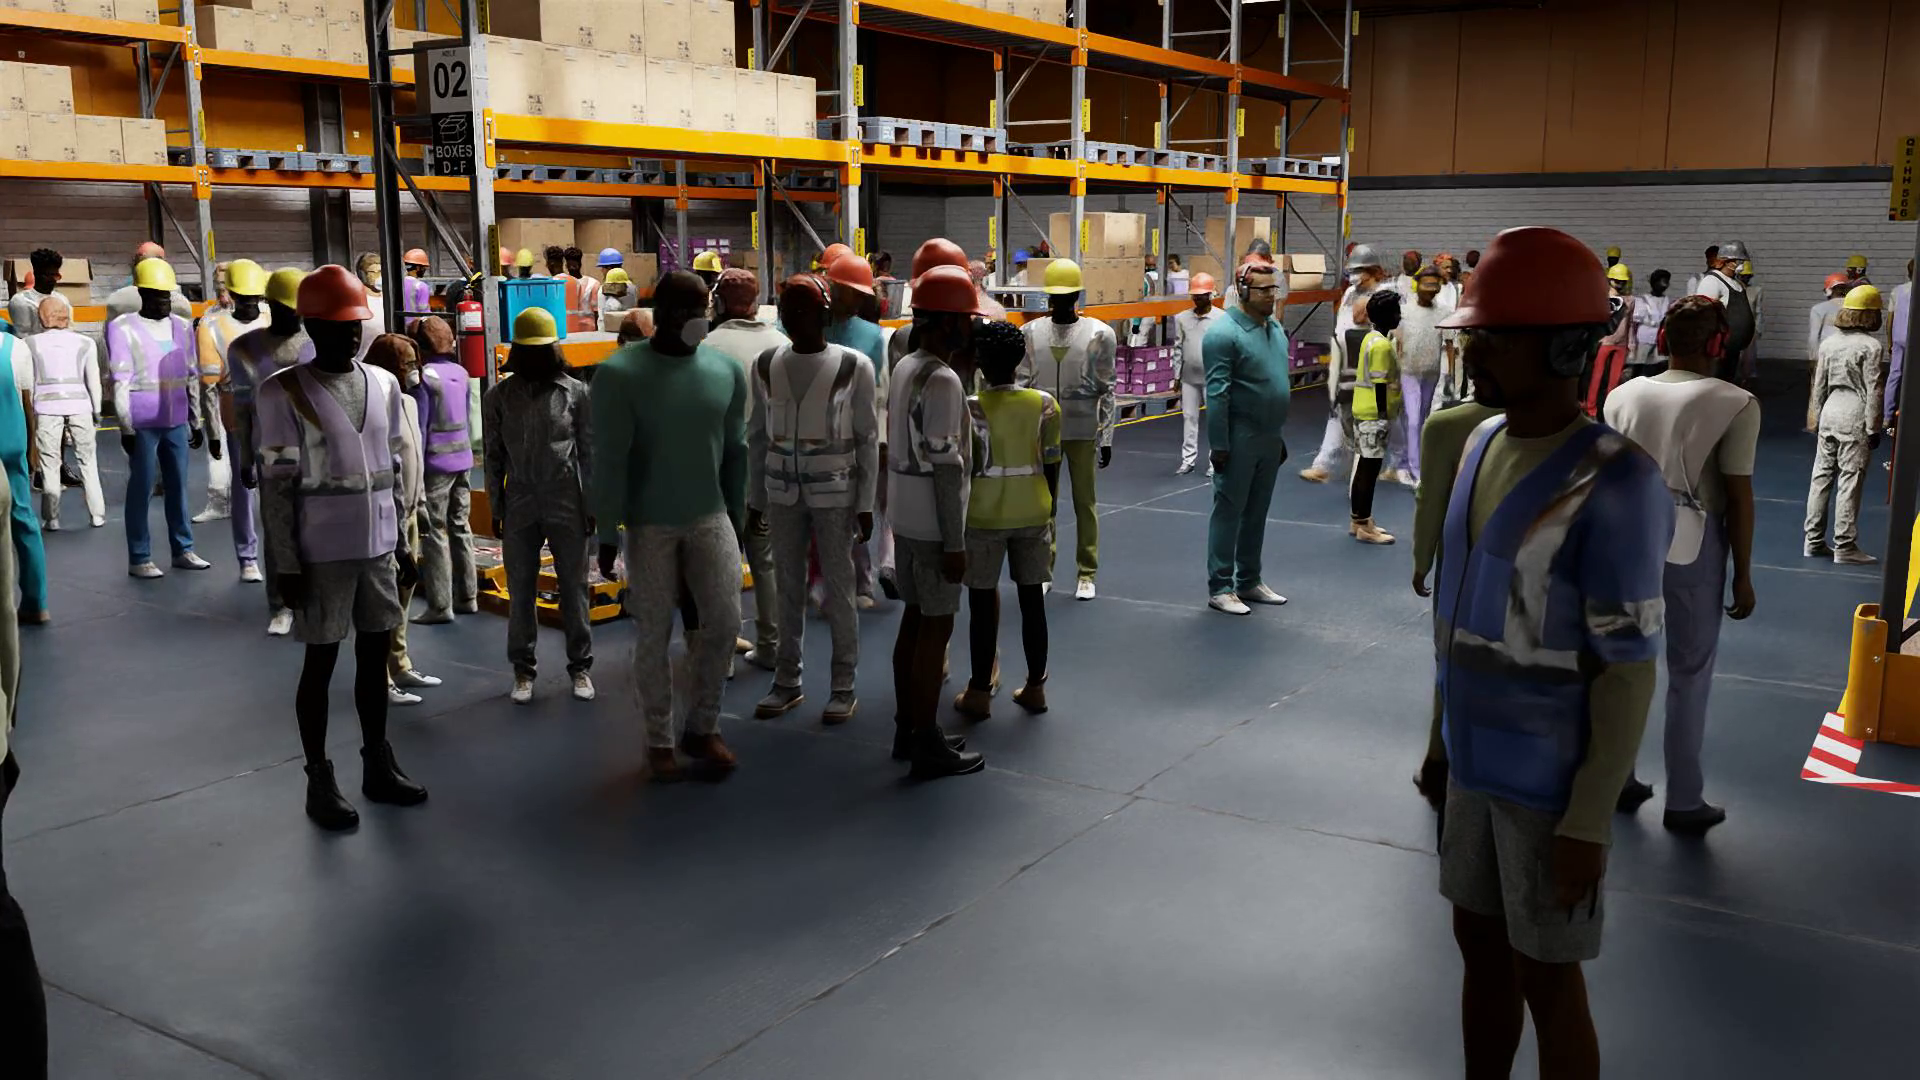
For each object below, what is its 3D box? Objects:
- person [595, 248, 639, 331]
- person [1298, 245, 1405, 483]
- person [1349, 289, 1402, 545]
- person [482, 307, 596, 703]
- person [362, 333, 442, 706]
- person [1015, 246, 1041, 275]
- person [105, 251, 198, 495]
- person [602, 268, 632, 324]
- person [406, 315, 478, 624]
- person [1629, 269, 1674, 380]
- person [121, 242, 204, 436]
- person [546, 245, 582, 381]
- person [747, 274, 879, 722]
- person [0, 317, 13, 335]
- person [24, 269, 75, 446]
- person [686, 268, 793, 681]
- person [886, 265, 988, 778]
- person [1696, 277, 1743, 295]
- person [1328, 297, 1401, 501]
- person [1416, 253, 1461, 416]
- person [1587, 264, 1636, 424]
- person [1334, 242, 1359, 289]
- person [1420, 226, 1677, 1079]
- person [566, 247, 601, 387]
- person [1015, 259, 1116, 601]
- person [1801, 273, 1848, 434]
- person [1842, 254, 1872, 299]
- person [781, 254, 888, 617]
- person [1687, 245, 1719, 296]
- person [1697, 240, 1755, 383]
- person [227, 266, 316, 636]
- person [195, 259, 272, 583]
[{"bbox_3d":[-3.524,-2.012,17.072,0.413,1.939,0.604,4,11,22],"label":"person"},{"bbox_3d":[3.357,-1.476,13.810,1.013,2.000,0.689,-6,12,-28],"label":"person"},{"bbox_3d":[2.795,-0.826,11.159,0.317,1.695,0.540,1,10,6],"label":"person"},{"bbox_3d":[-1.822,-0.144,7.273,0.484,1.737,0.321,-2,10,-9],"label":"person"},{"bbox_3d":[-2.476,-0.090,7.299,0.288,1.625,0.493,0,10,1],"label":"person"},{"bbox_3d":[1.011,-3.235,23.840,0.377,1.940,0.628,-6,12,-28],"label":"person"},{"bbox_3d":[-6.447,-1.331,13.315,0.679,1.926,0.578,-2,10,-8],"label":"person"},{"bbox_3d":[-3.451,-1.863,16.779,0.324,1.743,0.490,-4,11,-22],"label":"person"},{"bbox_3d":[-2.753,-0.374,8.850,0.312,1.633,0.527,3,11,14],"label":"person"},{"bbox_3d":[8.079,-2.309,19.405,0.588,1.675,0.502,-2,10,-11],"label":"person"},{"bbox_3d":[-7.993,-1.976,16.718,0.650,1.982,1.037,4,11,22],"label":"person"},{"bbox_3d":[-4.504,-2.341,18.806,0.368,1.967,0.600,4,11,19],"label":"person"},{"bbox_3d":[-0.625,-0.169,7.002,0.579,1.882,0.342,3,11,19],"label":"person"},{"bbox_3d":[-7.713,-1.197,13.104,0.355,1.739,0.571,3,11,18],"label":"person"},{"bbox_3d":[-8.957,-1.772,16.295,0.573,1.738,0.351,-4,11,-19],"label":"person"},{"bbox_3d":[-1.026,-0.303,7.721,0.657,1.895,0.399,-10,14,-43],"label":"person"},{"bbox_3d":[-0.081,-0.067,6.310,0.387,1.931,0.544,-3,11,-18],"label":"person"},{"bbox_3d":[9.297,-2.560,20.331,0.618,1.882,0.656,-3,11,-17],"label":"person"},{"bbox_3d":[3.133,-1.089,12.924,0.527,1.589,0.899,5,11,25],"label":"person"},{"bbox_3d":[5.046,-2.078,17.584,0.577,1.882,0.349,-5,12,-27],"label":"person"},{"bbox_3d":[7.132,-2.126,18.176,0.533,1.765,0.329,-2,10,-13],"label":"person"},{"bbox_3d":[6.692,-4.105,28.540,0.613,1.986,0.406,-4,11,-23],"label":"person"},{"bbox_3d":[1.070,0.431,3.233,0.381,2.045,0.605,-2,10,-12],"label":"person"},{"bbox_3d":[-4.405,-2.387,19.133,0.600,1.949,0.414,1,10,6],"label":"person"},{"bbox_3d":[0.583,-0.614,9.377,0.586,1.920,0.397,3,11,17],"label":"person"},{"bbox_3d":[9.003,-1.884,17.062,0.586,1.694,0.853,1,10,6],"label":"person"},{"bbox_3d":[12.200,-2.970,22.692,0.403,1.825,0.593,4,11,22],"label":"person"},{"bbox_3d":[-0.667,-0.550,8.953,0.641,1.936,0.906,-6,12,-30],"label":"person"},{"bbox_3d":[9.446,-2.728,20.992,0.599,1.958,0.376,-2,10,-10],"label":"person"},{"bbox_3d":[7.700,-2.006,16.744,0.682,2.000,0.535,-9,14,-41],"label":"person"},{"bbox_3d":[-3.497,-0.490,8.747,0.601,1.894,0.676,-4,11,-21],"label":"person"},{"bbox_3d":[-4.180,-0.700,9.873,0.595,1.911,0.399,-10,14,-44],"label":"person"}]
